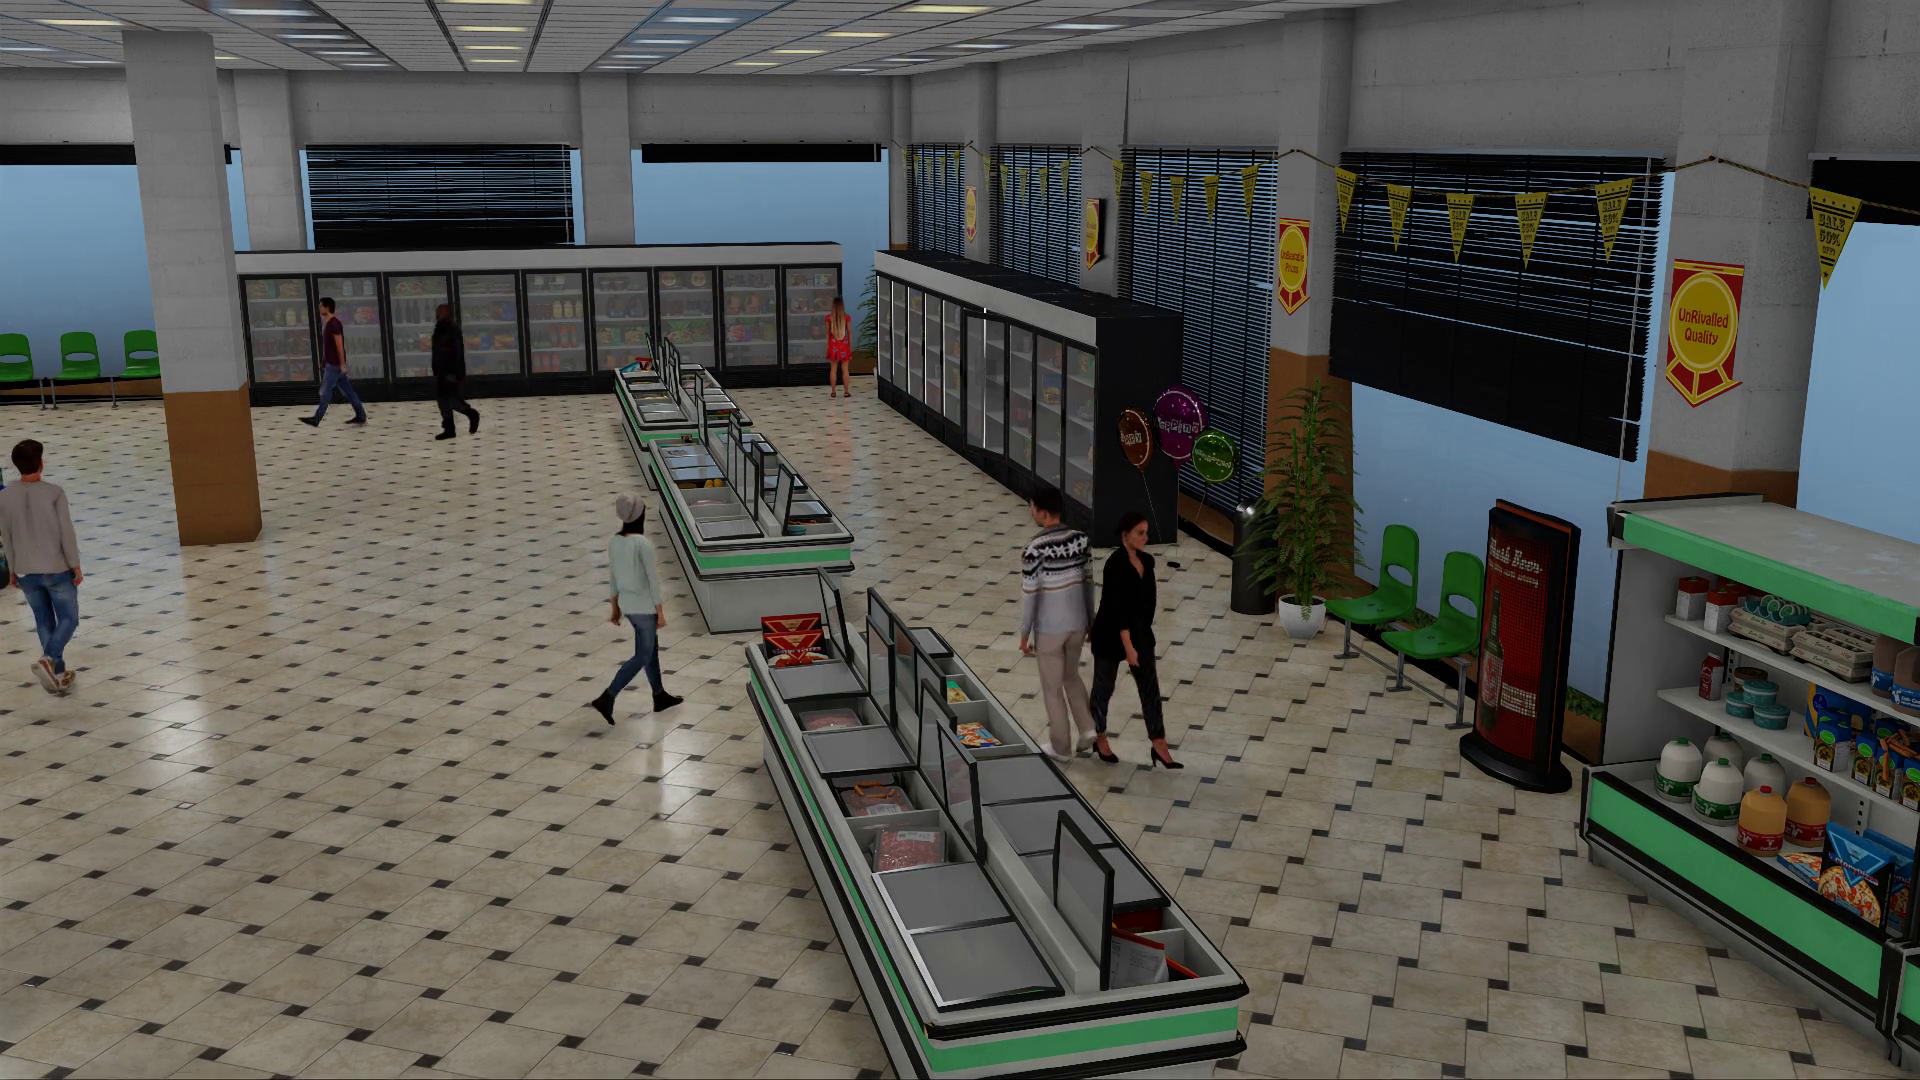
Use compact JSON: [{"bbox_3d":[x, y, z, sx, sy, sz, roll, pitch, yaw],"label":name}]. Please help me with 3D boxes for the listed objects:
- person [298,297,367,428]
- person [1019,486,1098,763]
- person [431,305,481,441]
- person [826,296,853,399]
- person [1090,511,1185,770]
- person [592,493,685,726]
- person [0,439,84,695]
[{"bbox_3d":[-8.669,-2.460,23.316,0.894,1.800,1.133,-6,15,-25],"label":"person"},{"bbox_3d":[0.692,0.577,10.705,0.826,1.840,0.803,-8,16,-30],"label":"person"},{"bbox_3d":[-6.873,-2.286,22.576,1.000,1.809,1.045,9,16,33],"label":"person"},{"bbox_3d":[-1.905,-3.039,26.140,0.628,1.592,0.623,0,14,1],"label":"person"},{"bbox_3d":[0.974,0.645,10.741,0.897,1.692,1.038,-13,19,-42],"label":"person"},{"bbox_3d":[-2.275,0.498,11.498,1.061,1.621,1.001,12,18,40],"label":"person"},{"bbox_3d":[-6.636,0.236,12.009,0.749,1.890,1.007,-2,14,-8],"label":"person"}]
